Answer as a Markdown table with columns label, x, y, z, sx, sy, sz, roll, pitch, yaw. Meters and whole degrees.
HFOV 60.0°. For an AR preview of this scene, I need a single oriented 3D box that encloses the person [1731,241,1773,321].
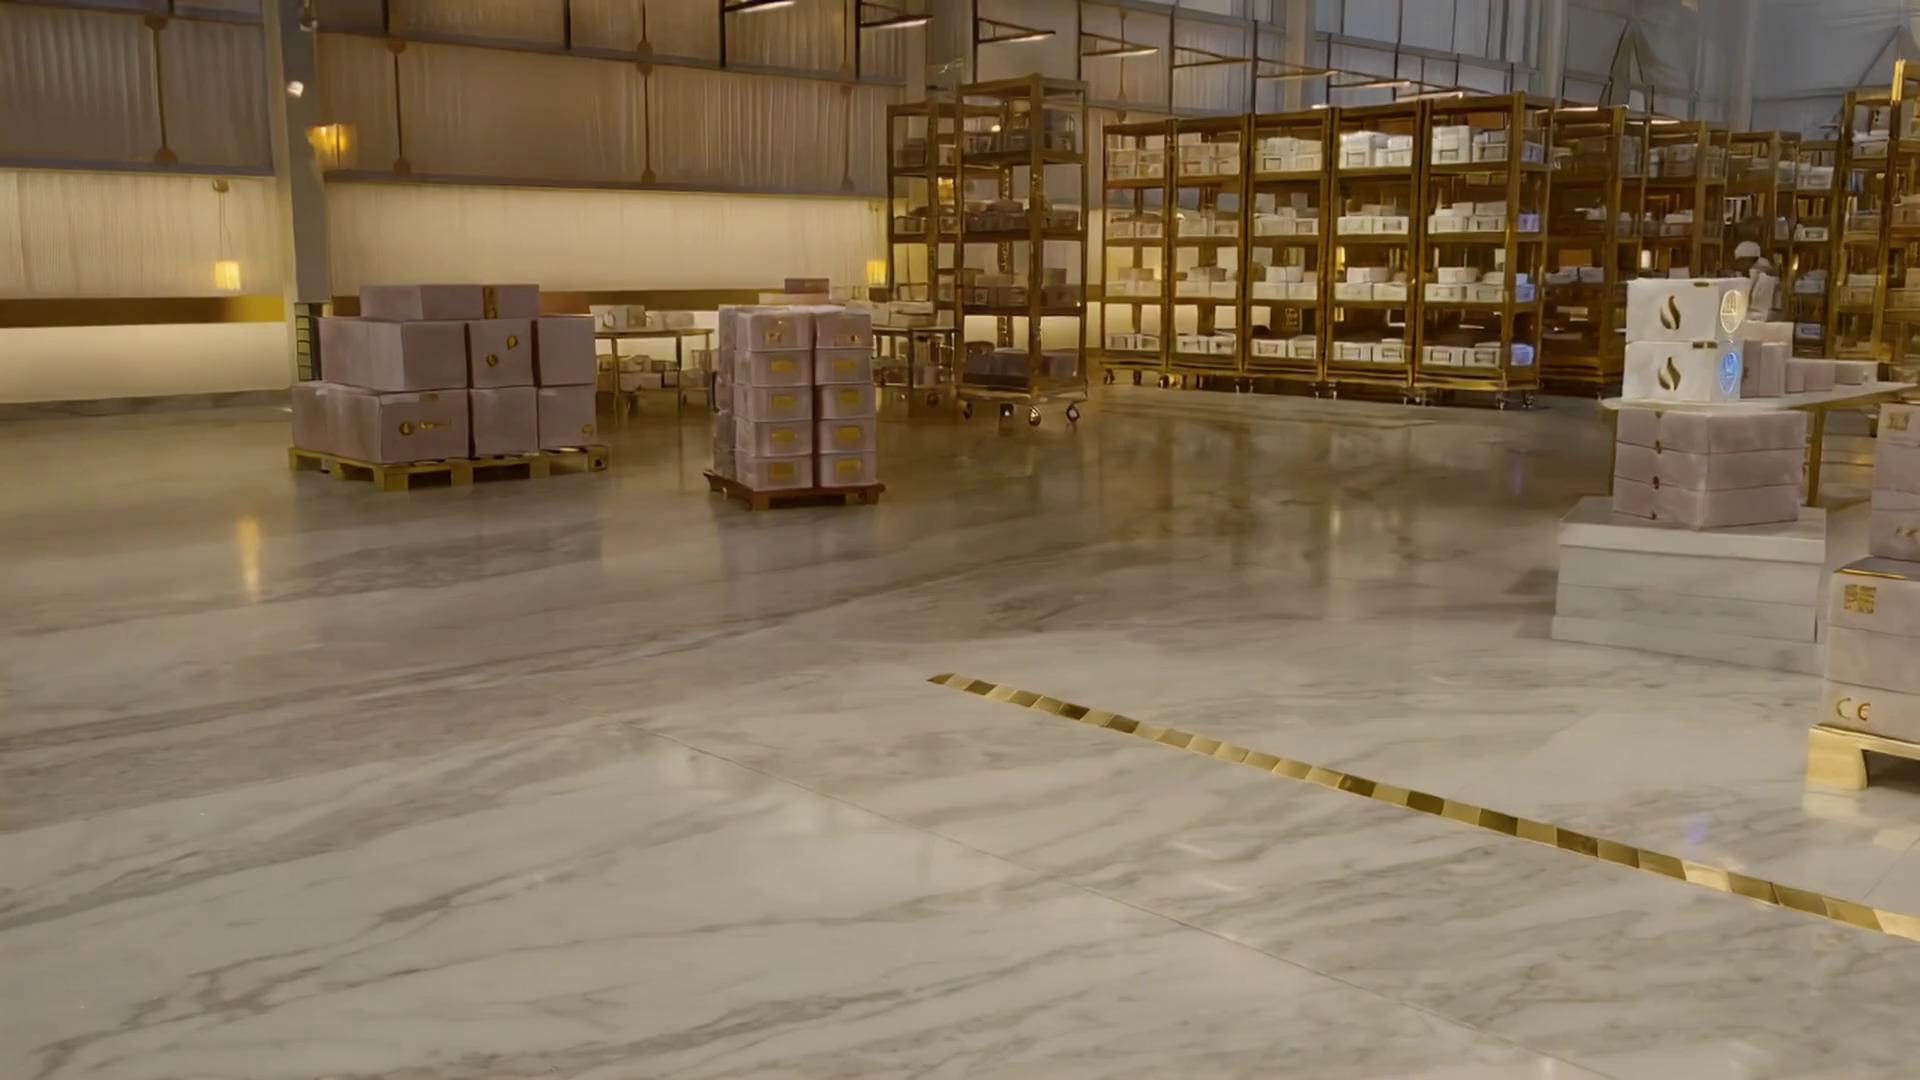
| label | x | y | z | sx | sy | sz | roll | pitch | yaw |
| --- | --- | --- | --- | --- | --- | --- | --- | --- | --- |
| person | 8.743 | -2.349 | 18.537 | 0.404 | 1.945 | 0.616 | -2 | 10 | -14 |

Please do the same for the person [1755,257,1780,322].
| label | x | y | z | sx | sy | sz | roll | pitch | yaw |
| --- | --- | --- | --- | --- | --- | --- | --- | --- | --- |
| person | 9.789 | -2.560 | 20.330 | 0.704 | 1.784 | 0.406 | -9 | 13 | -44 |
